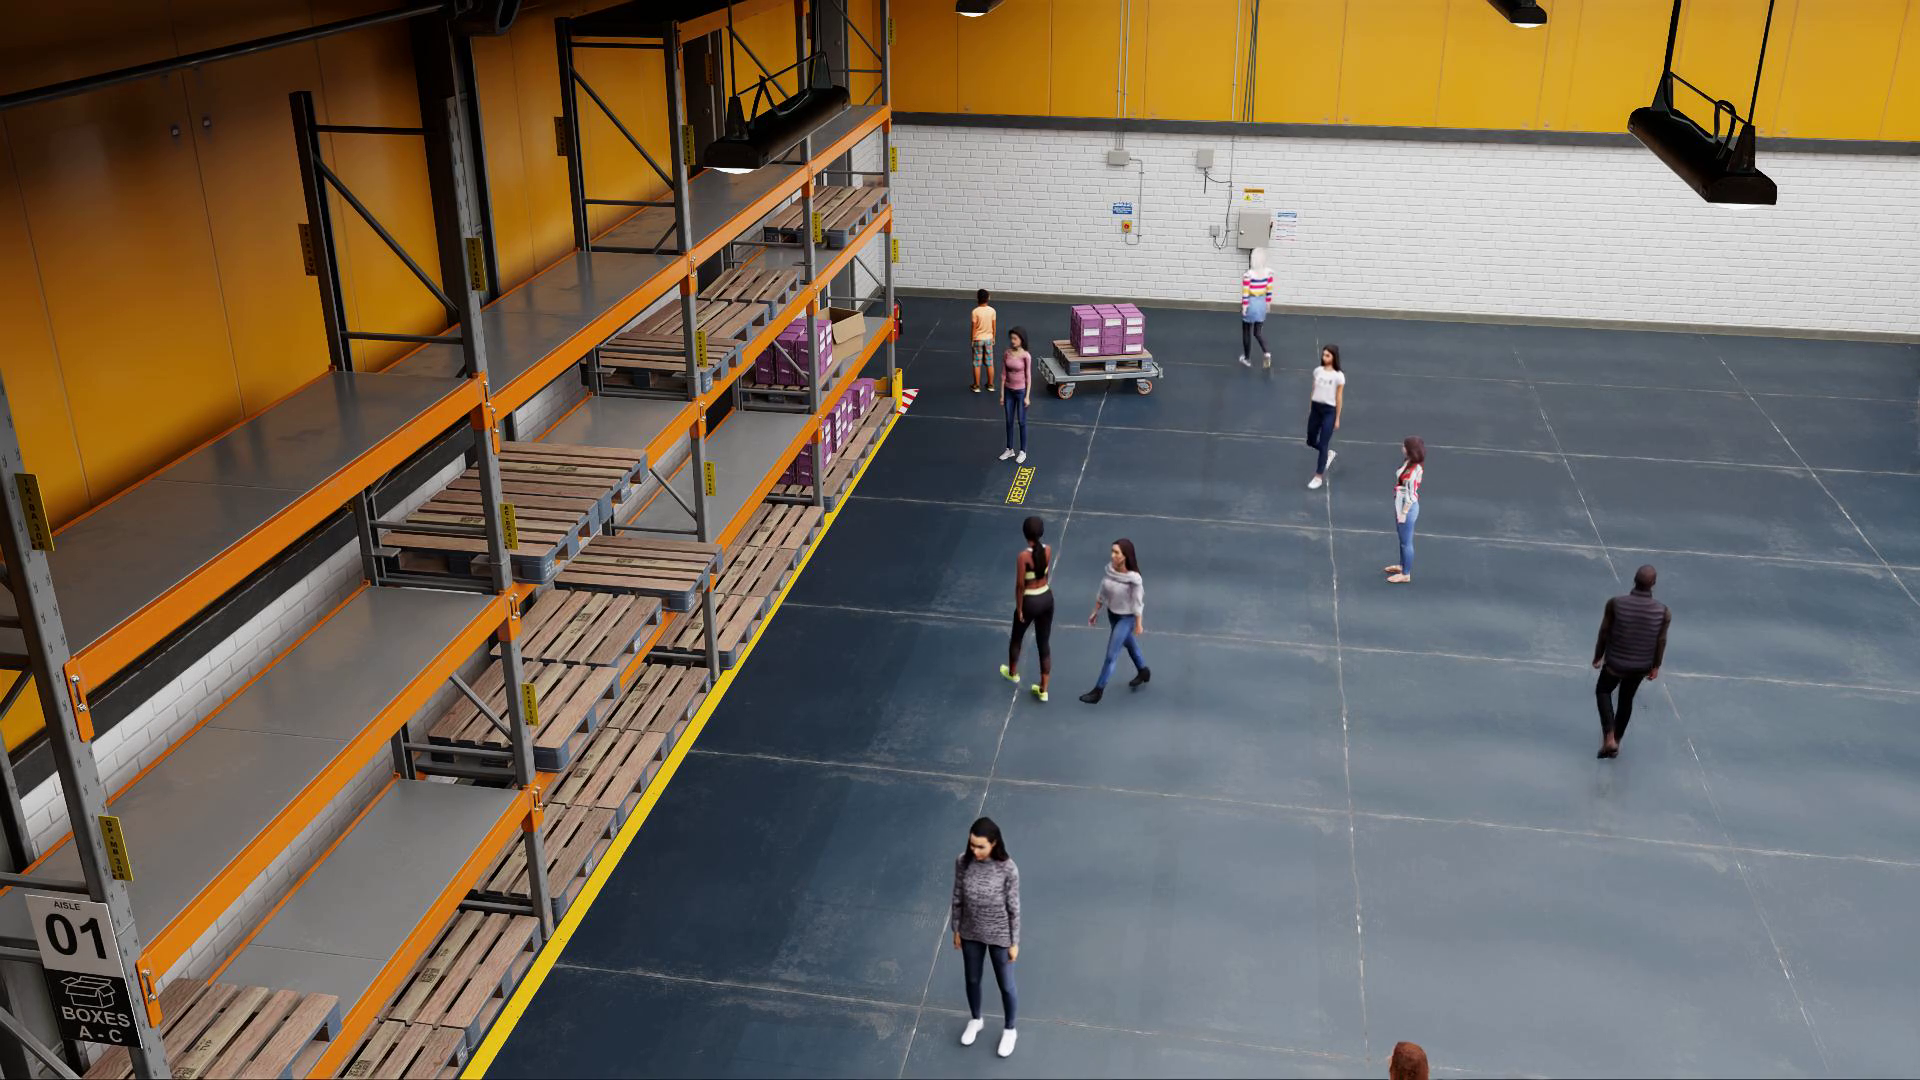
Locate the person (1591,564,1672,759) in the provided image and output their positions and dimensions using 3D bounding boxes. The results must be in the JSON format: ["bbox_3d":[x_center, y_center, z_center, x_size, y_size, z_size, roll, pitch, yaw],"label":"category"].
[{"bbox_3d":[5.622,1.080,14.031,0.743,1.818,0.872,7,24,15],"label":"person"}]

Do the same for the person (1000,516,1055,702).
[{"bbox_3d":[0.736,0.657,15.110,0.851,1.729,0.972,-11,26,-24],"label":"person"}]

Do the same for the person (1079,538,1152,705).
[{"bbox_3d":[1.539,0.714,15.166,1.106,1.580,1.098,-13,27,-27],"label":"person"}]

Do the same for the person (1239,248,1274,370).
[{"bbox_3d":[4.325,-3.333,24.161,0.958,1.790,1.116,-8,25,-18],"label":"person"}]

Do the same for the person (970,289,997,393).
[{"bbox_3d":[0.320,-2.806,23.369,0.589,1.459,0.621,-9,25,-20],"label":"person"}]

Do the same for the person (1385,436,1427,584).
[{"bbox_3d":[4.717,-0.338,17.530,0.643,1.613,0.434,4,24,8],"label":"person"}]

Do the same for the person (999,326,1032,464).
[{"bbox_3d":[0.709,-1.837,20.799,0.648,1.742,0.642,16,28,32],"label":"person"}]

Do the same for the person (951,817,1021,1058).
[{"bbox_3d":[0.186,2.537,10.807,0.653,1.730,0.589,9,25,19],"label":"person"}]

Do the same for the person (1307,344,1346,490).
[{"bbox_3d":[4.432,-1.509,20.025,0.856,1.760,0.972,21,31,39],"label":"person"}]
